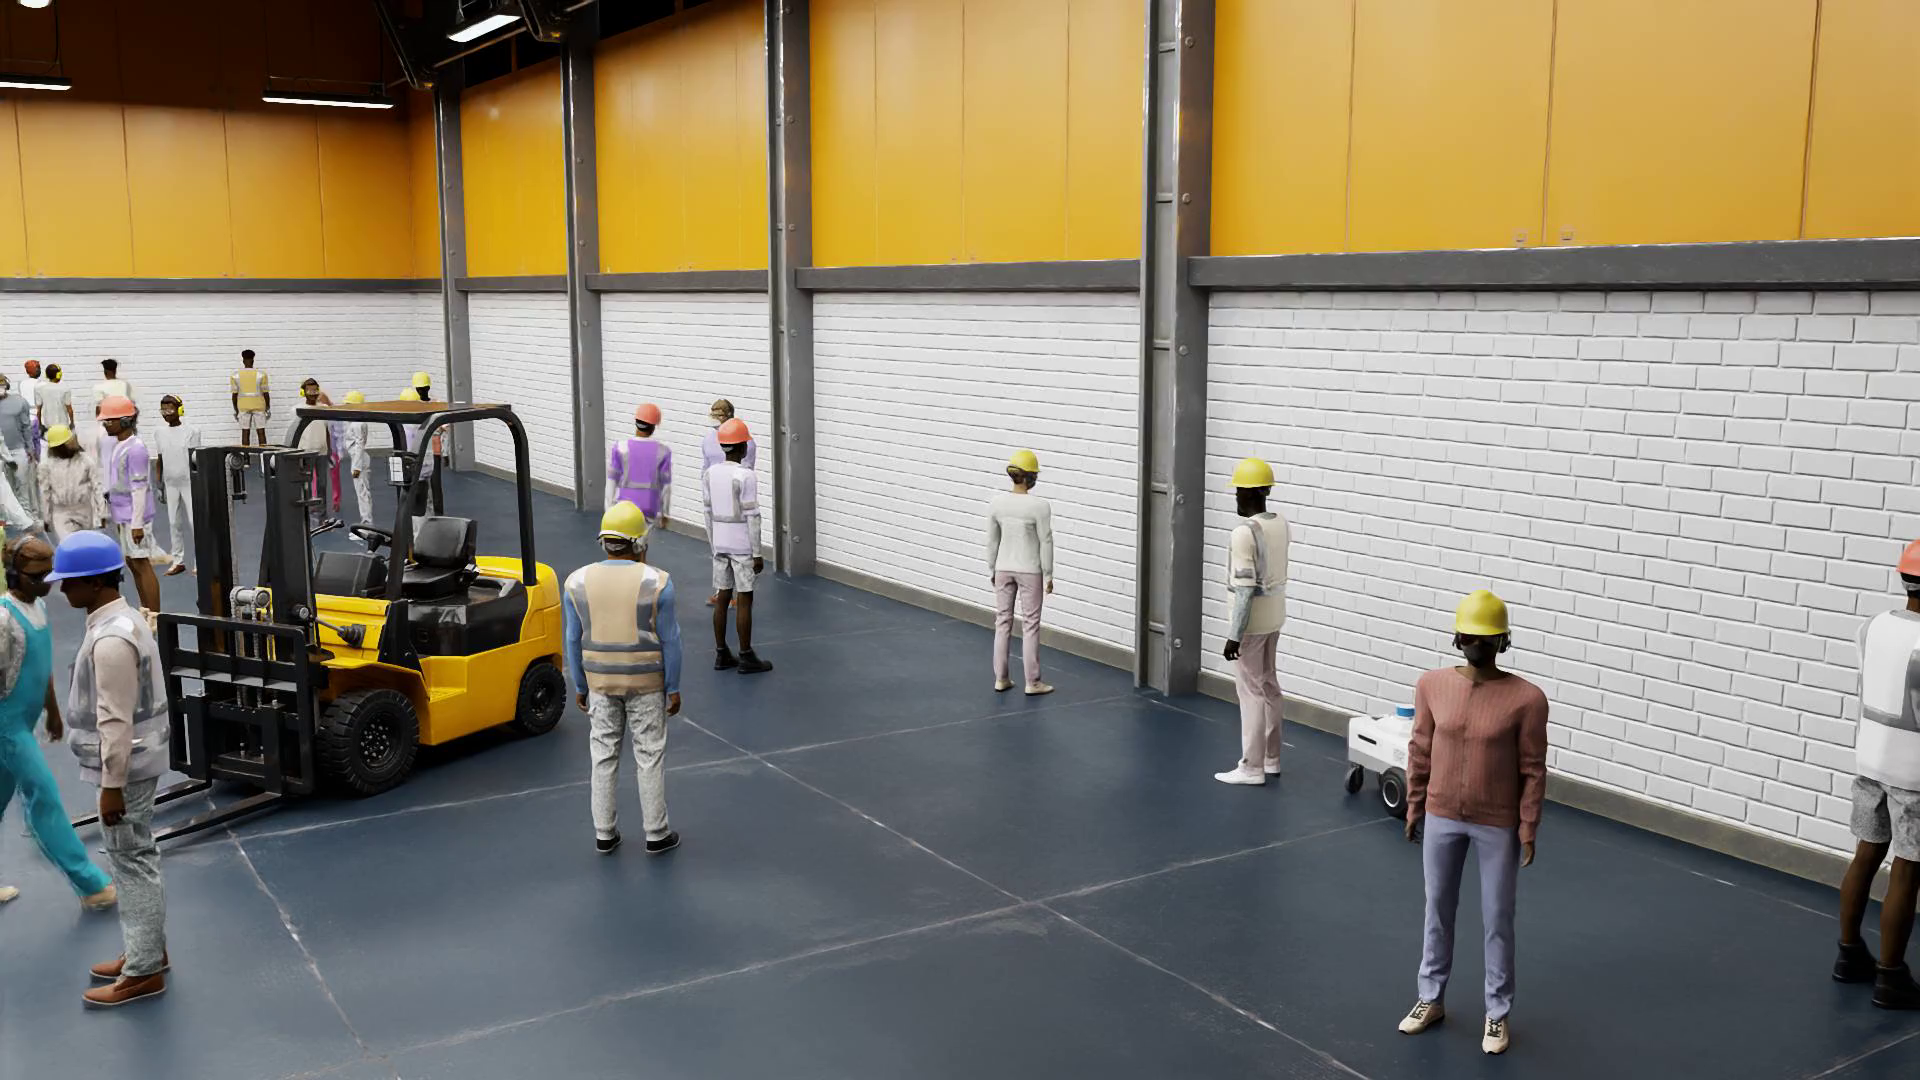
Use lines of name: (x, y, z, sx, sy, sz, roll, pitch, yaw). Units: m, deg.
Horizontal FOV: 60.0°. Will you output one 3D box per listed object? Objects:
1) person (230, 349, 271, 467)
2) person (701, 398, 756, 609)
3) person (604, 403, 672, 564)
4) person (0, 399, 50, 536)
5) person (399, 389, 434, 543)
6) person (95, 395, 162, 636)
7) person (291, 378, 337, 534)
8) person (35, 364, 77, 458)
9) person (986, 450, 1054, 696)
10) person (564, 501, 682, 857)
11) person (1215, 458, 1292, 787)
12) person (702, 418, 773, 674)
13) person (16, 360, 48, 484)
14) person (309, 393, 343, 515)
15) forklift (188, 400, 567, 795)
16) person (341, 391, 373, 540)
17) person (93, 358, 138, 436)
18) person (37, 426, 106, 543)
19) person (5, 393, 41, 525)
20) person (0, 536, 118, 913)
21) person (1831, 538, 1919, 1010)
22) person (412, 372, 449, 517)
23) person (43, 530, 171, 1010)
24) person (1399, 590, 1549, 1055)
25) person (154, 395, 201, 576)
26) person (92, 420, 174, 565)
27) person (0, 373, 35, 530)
person: (-11.749, -2.183, 27.589, 0.602, 1.960, 0.368, -2, 9, -15)
person: (-2.119, -0.331, 15.229, 0.623, 1.932, 0.372, 6, 10, 35)
person: (-2.900, -0.283, 15.026, 0.617, 1.893, 0.633, -3, 9, -20)
person: (-11.370, -0.922, 19.577, 1.030, 1.820, 0.579, -4, 9, -23)
person: (-6.025, -0.752, 18.369, 0.404, 1.832, 0.592, 1, 8, 6)
person: (-6.974, -0.195, 13.941, 0.396, 2.034, 0.607, -7, 11, -38)
person: (-7.769, -1.015, 20.021, 0.313, 1.869, 0.538, 7, 11, 39)
person: (-13.094, -1.619, 24.113, 0.521, 1.865, 0.335, -1, 8, -6)
person: (0.445, 0.232, 11.966, 0.533, 1.765, 0.329, 5, 10, 31)
person: (-1.697, 0.714, 8.491, 0.591, 1.833, 0.403, 1, 8, 6)
person: (1.713, 0.478, 9.760, 0.374, 1.925, 0.595, 6, 10, 35)
person: (-1.695, 0.046, 12.623, 0.543, 1.942, 0.353, 7, 11, 37)
person: (-13.872, -1.763, 25.016, 0.578, 1.884, 0.353, 3, 9, 17)
person: (-8.256, -1.114, 21.586, 0.518, 1.589, 0.835, 0, 8, -2)
forklift: (-3.529, 0.258, 10.348, 1.214, 2.155, 2.313, 4, 9, 25)
person: (-7.066, -0.877, 19.507, 0.290, 1.746, 0.487, -3, 9, -19)
person: (-12.546, -1.749, 24.779, 0.939, 1.936, 0.610, 7, 11, 40)
person: (-8.179, -0.226, 15.341, 0.514, 1.668, 0.929, -7, 11, -38)
person: (-11.738, -1.008, 20.742, 0.511, 1.641, 0.307, -6, 10, -34)
person: (-4.273, 0.861, 7.675, 0.944, 1.777, 0.652, -2, 9, -13)
person: (3.853, 0.929, 6.741, 0.397, 1.929, 0.541, -1, 9, -9)
person: (-6.538, -1.090, 20.335, 0.585, 1.927, 0.366, -1, 9, -9)
person: (-3.443, 0.918, 6.787, 0.416, 1.938, 0.614, -4, 9, -26)
person: (1.956, 1.062, 6.356, 0.529, 1.772, 0.304, 6, 10, 33)
person: (-7.948, -0.552, 16.947, 0.512, 1.859, 0.325, 0, 8, 3)
person: (-8.852, -0.589, 17.449, 1.002, 1.789, 0.636, -6, 10, -34)
person: (-11.650, -1.081, 20.287, 0.635, 1.928, 0.381, -7, 11, -41)
